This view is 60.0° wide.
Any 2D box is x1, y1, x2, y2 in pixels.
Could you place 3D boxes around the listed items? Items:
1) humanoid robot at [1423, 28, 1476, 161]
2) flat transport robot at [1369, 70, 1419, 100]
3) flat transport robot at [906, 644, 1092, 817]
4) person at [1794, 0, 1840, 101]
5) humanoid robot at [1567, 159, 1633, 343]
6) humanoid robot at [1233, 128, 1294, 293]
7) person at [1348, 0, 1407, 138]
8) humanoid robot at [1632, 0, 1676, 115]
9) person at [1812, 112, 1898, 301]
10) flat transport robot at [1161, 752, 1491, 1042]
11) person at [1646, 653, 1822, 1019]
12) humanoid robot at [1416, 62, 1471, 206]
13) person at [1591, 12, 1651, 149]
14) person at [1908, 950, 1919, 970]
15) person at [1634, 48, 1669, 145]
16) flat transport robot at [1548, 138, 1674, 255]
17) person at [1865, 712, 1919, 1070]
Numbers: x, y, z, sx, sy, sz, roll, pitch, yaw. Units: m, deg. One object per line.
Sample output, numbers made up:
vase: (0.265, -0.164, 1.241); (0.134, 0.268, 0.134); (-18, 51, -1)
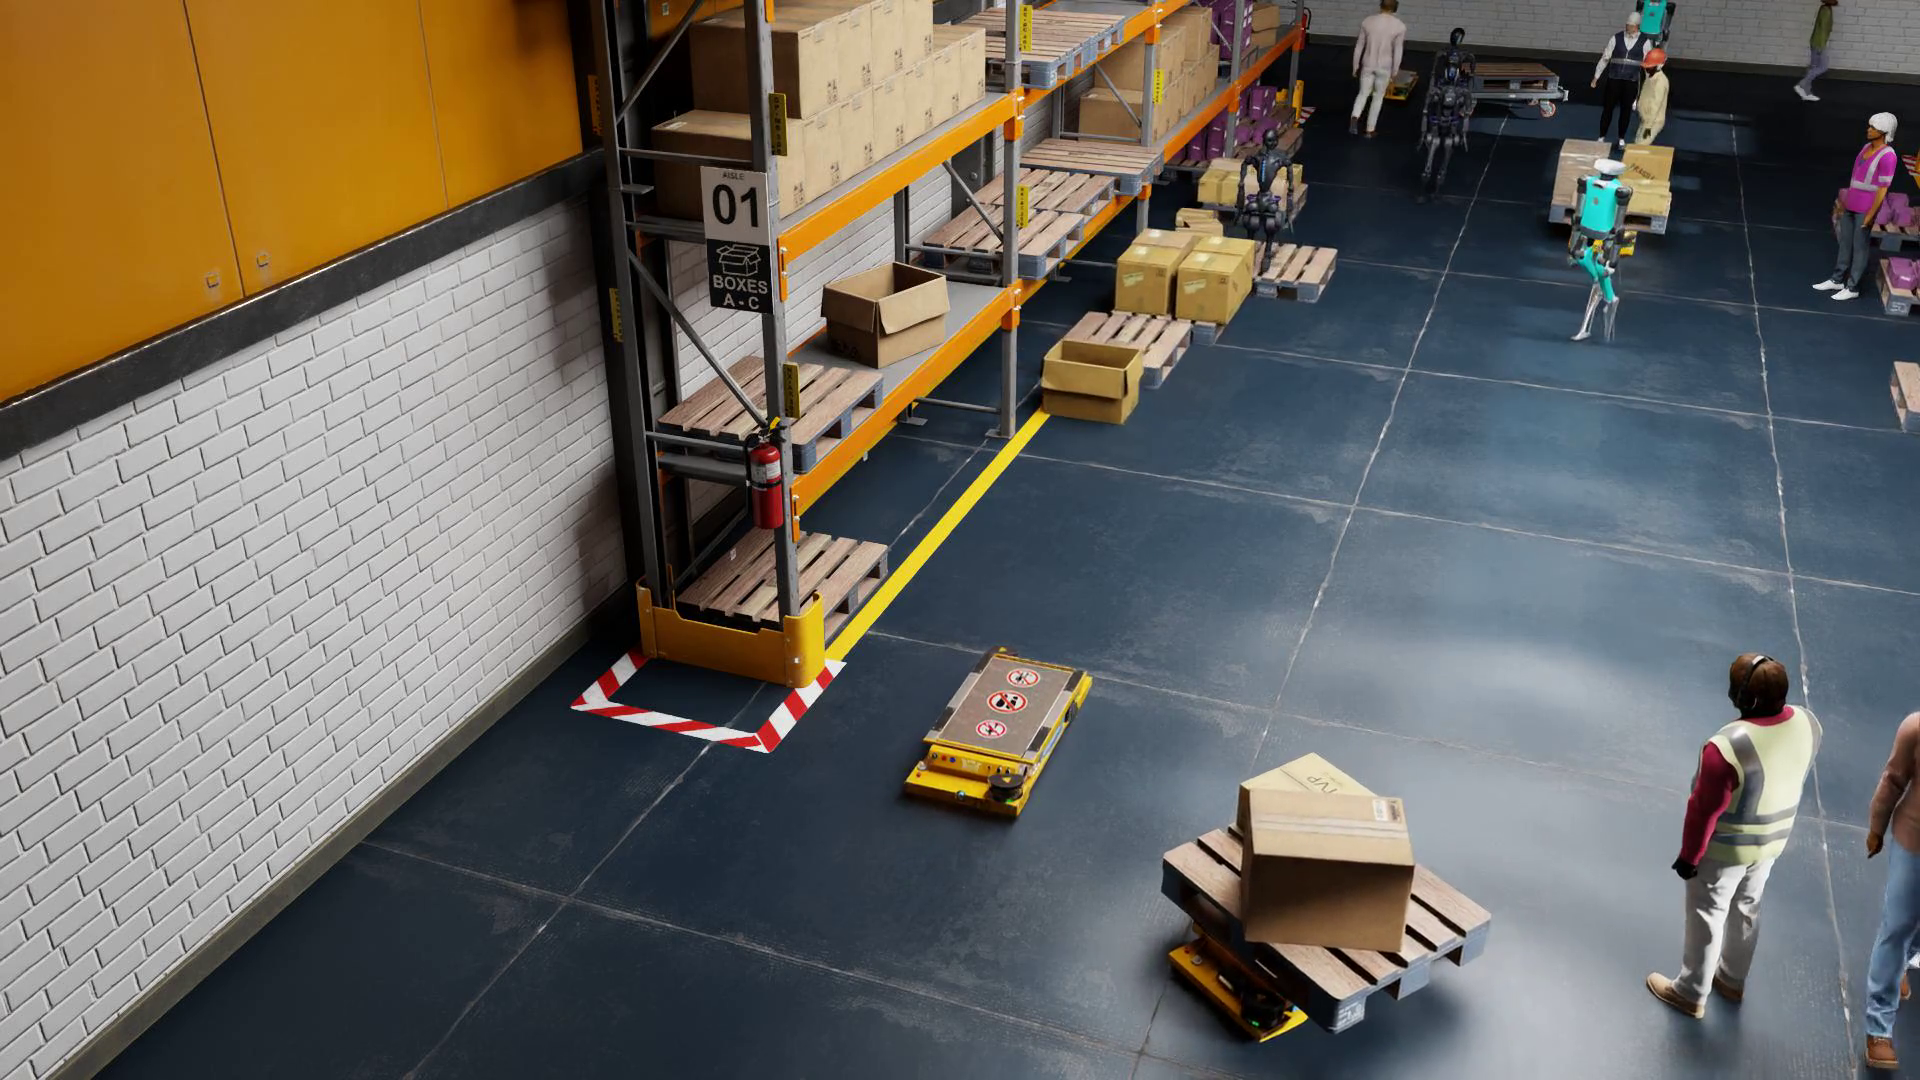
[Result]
humanoid robot: (6.268, -5.694, 21.246); (0.599, 1.655, 0.315); (10, 29, 19)
flat transport robot: (6.499, -6.883, 25.101); (0.659, 0.231, 1.431); (10, 29, 19)
flat transport robot: (0.255, 1.076, 9.664); (0.659, 0.231, 1.431); (10, 29, 18)
person: (12.585, -7.232, 24.290); (0.346, 1.619, 0.524); (8, 28, 15)
humanoid robot: (5.928, -2.584, 15.292); (0.695, 1.902, 0.544); (-18, 32, -31)
humanoid robot: (3.011, -3.252, 16.519); (0.614, 1.638, 0.393); (10, 29, 19)
person: (5.533, -6.259, 22.108); (0.663, 1.907, 0.732); (14, 30, 25)
humanoid robot: (9.839, -6.973, 23.690); (0.555, 1.804, 0.720); (19, 33, 32)
person: (8.890, -3.293, 16.416); (0.341, 1.847, 0.509); (-2, 27, -4)
flat transport robot: (1.770, 1.905, 8.055); (1.431, 0.231, 0.659); (-17, 32, -29)
person: (3.461, 1.335, 7.472); (0.616, 1.830, 0.431); (-12, 30, -22)
humanoid robot: (5.642, -4.729, 19.388); (0.591, 1.655, 0.328); (2, 27, 4)
person: (8.700, -6.028, 21.816); (0.774, 1.756, 0.425); (10, 29, 18)
person: (4.596, 1.361, 7.407); (0.517, 1.834, 0.907); (-2, 27, -5)
person: (8.204, -5.013, 19.886); (0.393, 1.729, 0.601); (4, 28, 8)
flat transport robot: (7.196, -3.485, 18.511); (0.659, 0.231, 1.431); (11, 29, 20)
person: (4.302, 1.393, 7.230); (0.607, 1.939, 1.018); (9, 29, 17)
